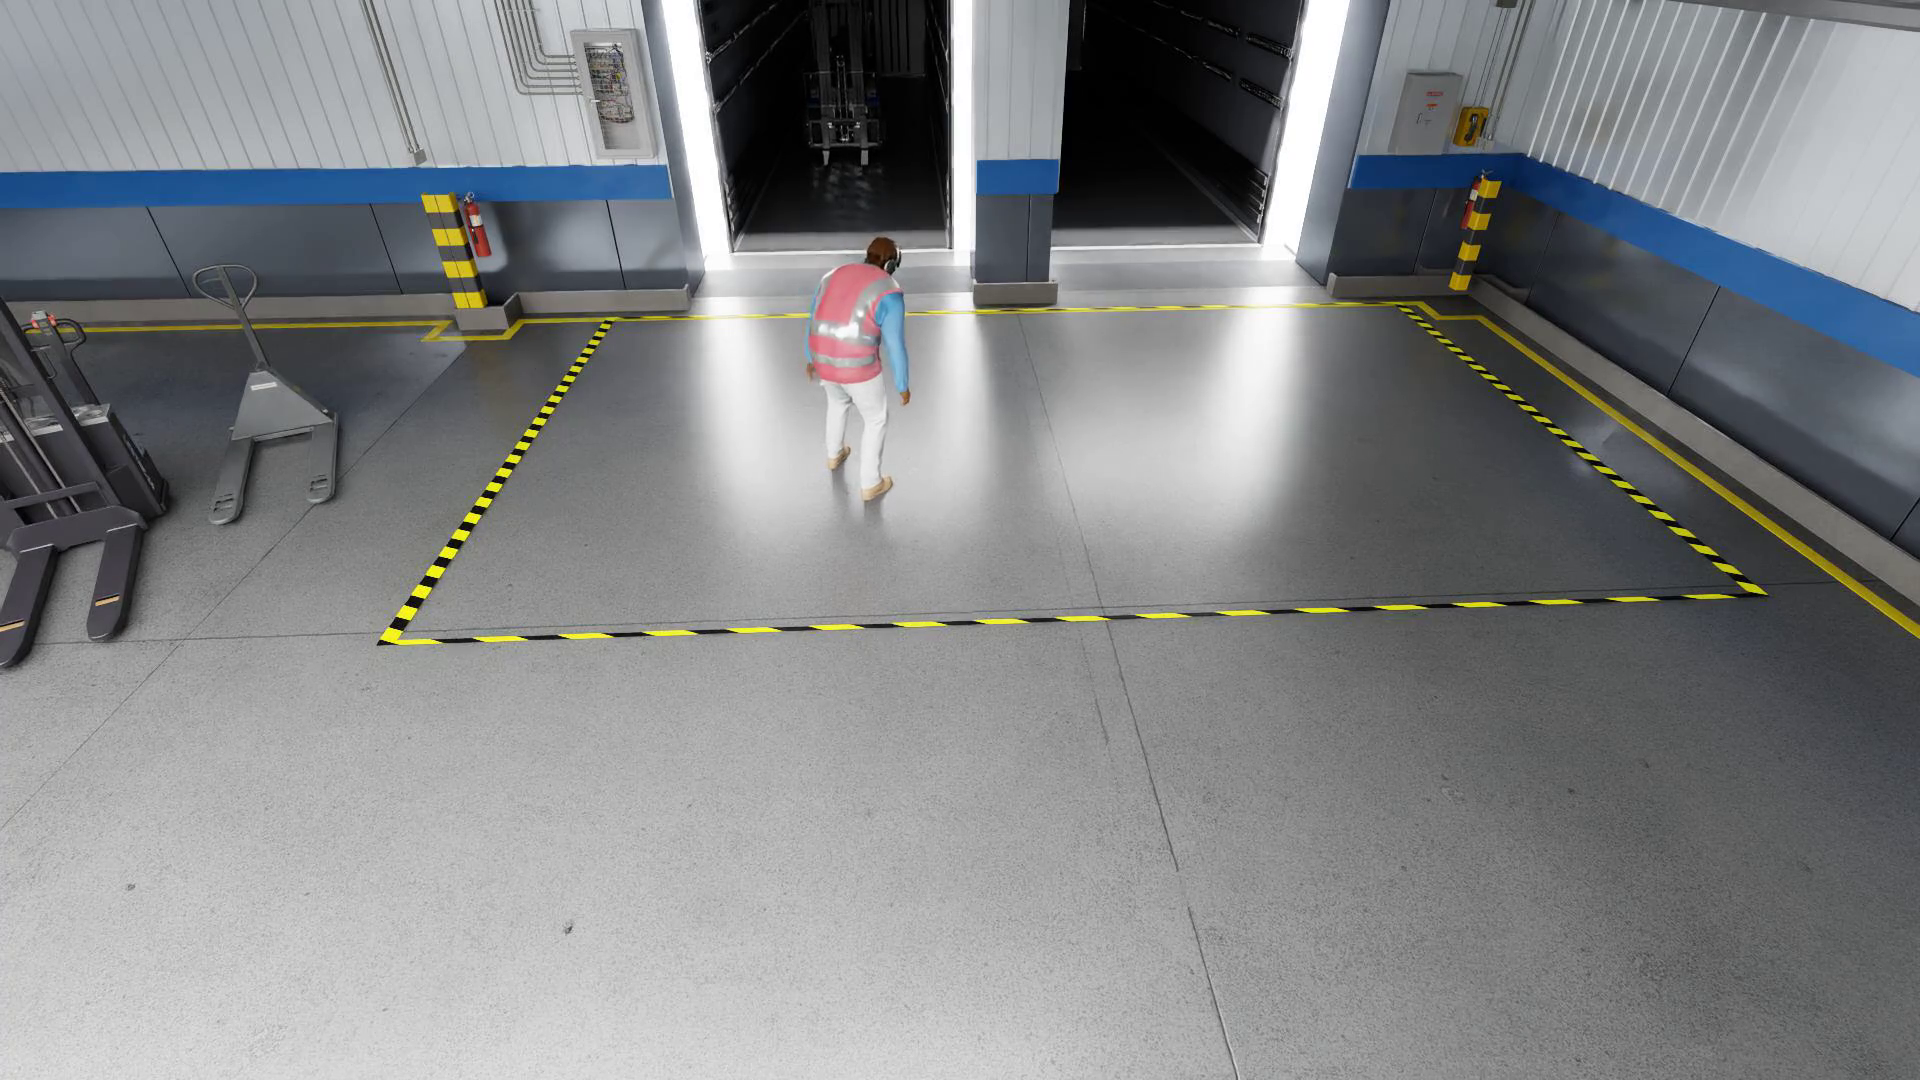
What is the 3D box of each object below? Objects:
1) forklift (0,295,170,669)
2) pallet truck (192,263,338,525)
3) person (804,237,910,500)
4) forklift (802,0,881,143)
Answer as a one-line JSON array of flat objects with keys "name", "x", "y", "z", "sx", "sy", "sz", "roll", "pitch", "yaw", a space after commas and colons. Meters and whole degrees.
[{"name": "forklift", "x": -5.212, "y": -0.618, "z": 4.878, "sx": 0.823, "sy": 1.965, "sz": 1.885, "roll": -20, "pitch": 39, "yaw": -26}, {"name": "pallet truck", "x": -4.778, "y": -1.027, "z": 6.128, "sx": 0.680, "sy": 1.201, "sz": 1.601, "roll": -17, "pitch": 38, "yaw": -23}, {"name": "person", "x": -0.657, "y": -1.126, "z": 5.990, "sx": 0.861, "sy": 1.574, "sz": 0.779, "roll": 18, "pitch": 39, "yaw": 24}, {"name": "forklift", "x": -1.863, "y": -7.599, "z": 14.597, "sx": 1.157, "sy": 2.036, "sz": 2.680, "roll": -3, "pitch": 35, "yaw": -4}]
